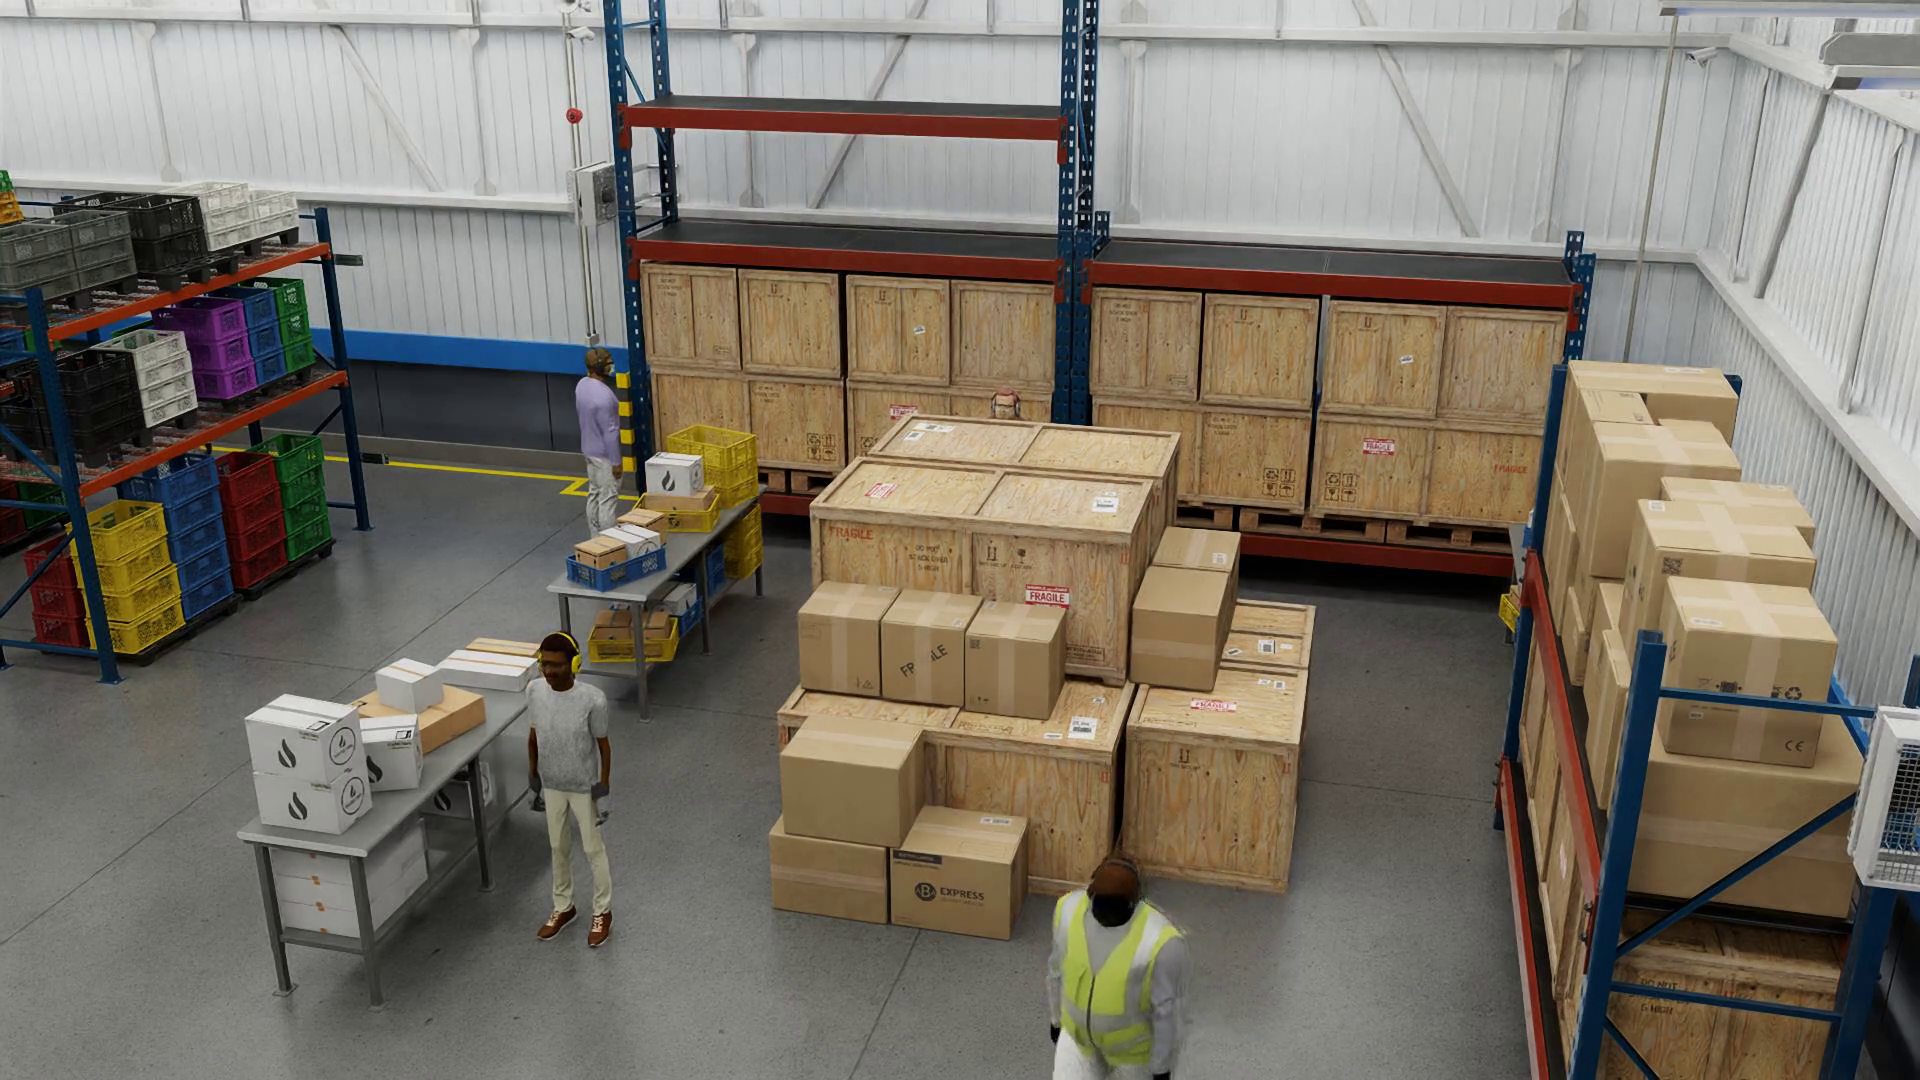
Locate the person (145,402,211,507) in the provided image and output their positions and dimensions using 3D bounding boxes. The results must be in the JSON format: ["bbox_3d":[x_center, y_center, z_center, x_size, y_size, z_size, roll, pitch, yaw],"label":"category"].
[{"bbox_3d":[-7.146,-0.914,15.170,0.578,1.877,0.345,-10,23,-23],"label":"person"}]

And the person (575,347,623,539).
[{"bbox_3d":[-3.141,-0.755,14.664,0.372,1.940,0.627,-13,25,-31],"label":"person"}]

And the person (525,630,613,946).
[{"bbox_3d":[-2.167,1.369,9.197,0.512,1.877,0.328,5,21,13],"label":"person"}]

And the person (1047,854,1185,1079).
[{"bbox_3d":[0.664,2.149,7.289,0.641,1.791,0.923,12,24,28],"label":"person"}]
